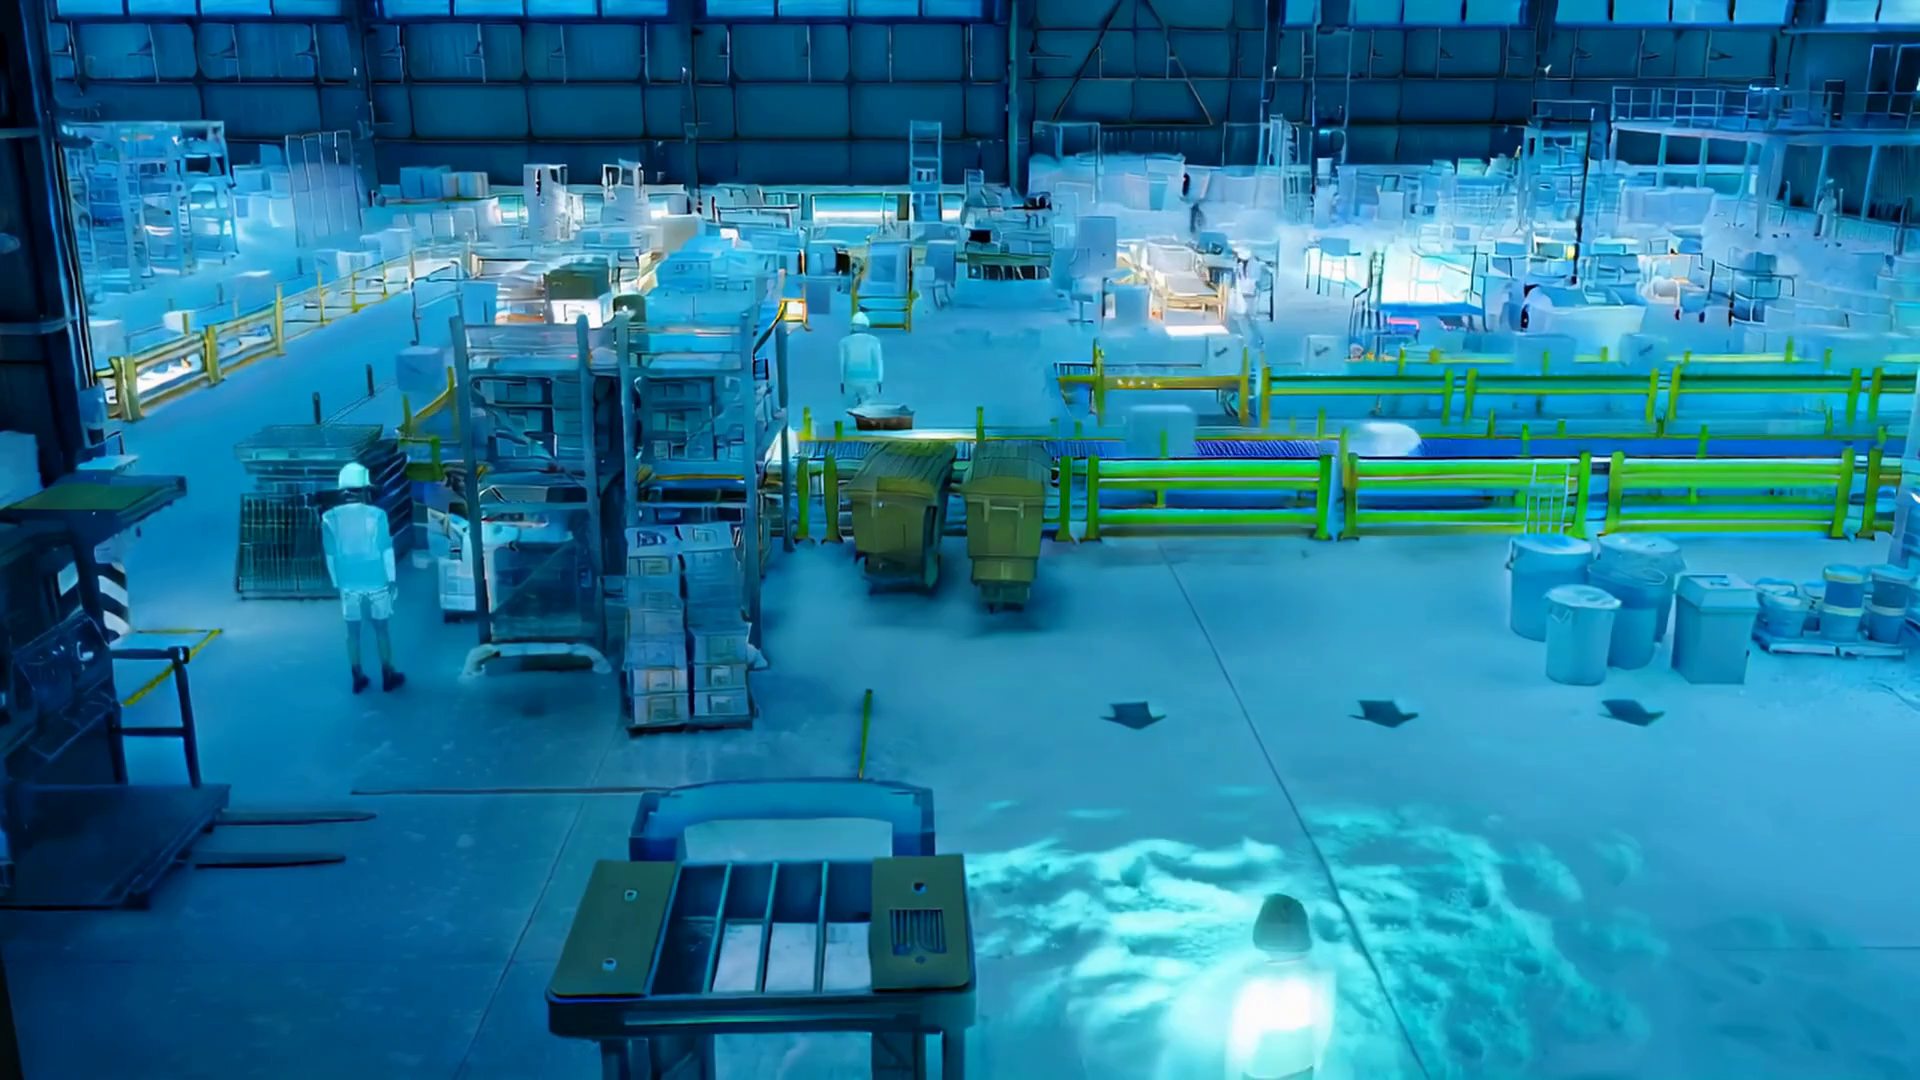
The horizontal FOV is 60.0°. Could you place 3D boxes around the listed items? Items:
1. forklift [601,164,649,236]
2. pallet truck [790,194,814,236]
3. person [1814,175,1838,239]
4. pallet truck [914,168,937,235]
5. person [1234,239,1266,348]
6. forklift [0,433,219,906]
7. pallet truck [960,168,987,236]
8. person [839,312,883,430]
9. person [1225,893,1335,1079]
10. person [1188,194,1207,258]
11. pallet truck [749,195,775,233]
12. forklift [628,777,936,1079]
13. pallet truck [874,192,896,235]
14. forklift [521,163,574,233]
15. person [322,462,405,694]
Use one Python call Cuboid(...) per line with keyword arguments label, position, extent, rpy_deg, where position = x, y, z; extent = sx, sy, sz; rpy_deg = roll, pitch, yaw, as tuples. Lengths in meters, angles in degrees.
Cuboid(label="forklift", position=(-9.948, -10.127, 49.296), extent=(1.157, 1.987, 2.680), rpy_deg=(-1, 16, -3))
Cuboid(label="pallet truck", position=(-4.814, -9.883, 50.259), extent=(0.704, 1.261, 1.522), rpy_deg=(-1, 16, -3))
Cuboid(label="person", position=(25.480, -9.789, 48.944), extent=(0.508, 1.847, 0.345), rpy_deg=(2, 16, 8))
Cuboid(label="pallet truck", position=(-0.989, -10.316, 50.507), extent=(0.823, 1.965, 1.885), rpy_deg=(1, 16, 3))
Cuboid(label="person", position=(5.272, -4.454, 30.173), extent=(0.897, 1.986, 0.695), rpy_deg=(-7, 17, -23))
Cuboid(label="forklift", position=(-5.952, 0.780, 10.366), extent=(1.873, 2.768, 1.129), rpy_deg=(0, 16, -1))
Cuboid(label="pallet truck", position=(0.383, -10.230, 50.206), extent=(0.823, 1.965, 1.885), rpy_deg=(-1, 16, -3))
Cuboid(label="person", position=(-1.336, -2.167, 22.481), extent=(0.600, 1.827, 0.403), rpy_deg=(0, 16, -1))
Cuboid(label="person", position=(1.395, 2.306, 7.299), extent=(0.517, 1.626, 0.451), rpy_deg=(-5, 17, -17))
Cuboid(label="person", position=(6.024, -7.748, 41.825), extent=(0.980, 1.851, 0.674), rpy_deg=(2, 16, 7))
Cuboid(label="pallet truck", position=(-6.051, -9.967, 50.660), extent=(0.680, 1.201, 1.601), rpy_deg=(0, 16, -1))
Cuboid(label="forklift", position=(-0.542, 2.165, 5.552), extent=(1.129, 2.768, 1.873), rpy_deg=(-1, 16, -2))
Cuboid(label="pallet truck", position=(-2.277, -9.986, 50.594), extent=(0.653, 1.274, 1.630), rpy_deg=(0, 16, -1))
Cuboid(label="forklift", position=(-12.233, -10.122, 49.298), extent=(1.157, 1.987, 2.680), rpy_deg=(0, 16, -1))
Cuboid(label="person", position=(-4.895, 0.314, 13.665), extent=(0.552, 1.937, 0.356), rpy_deg=(-2, 16, -6))
